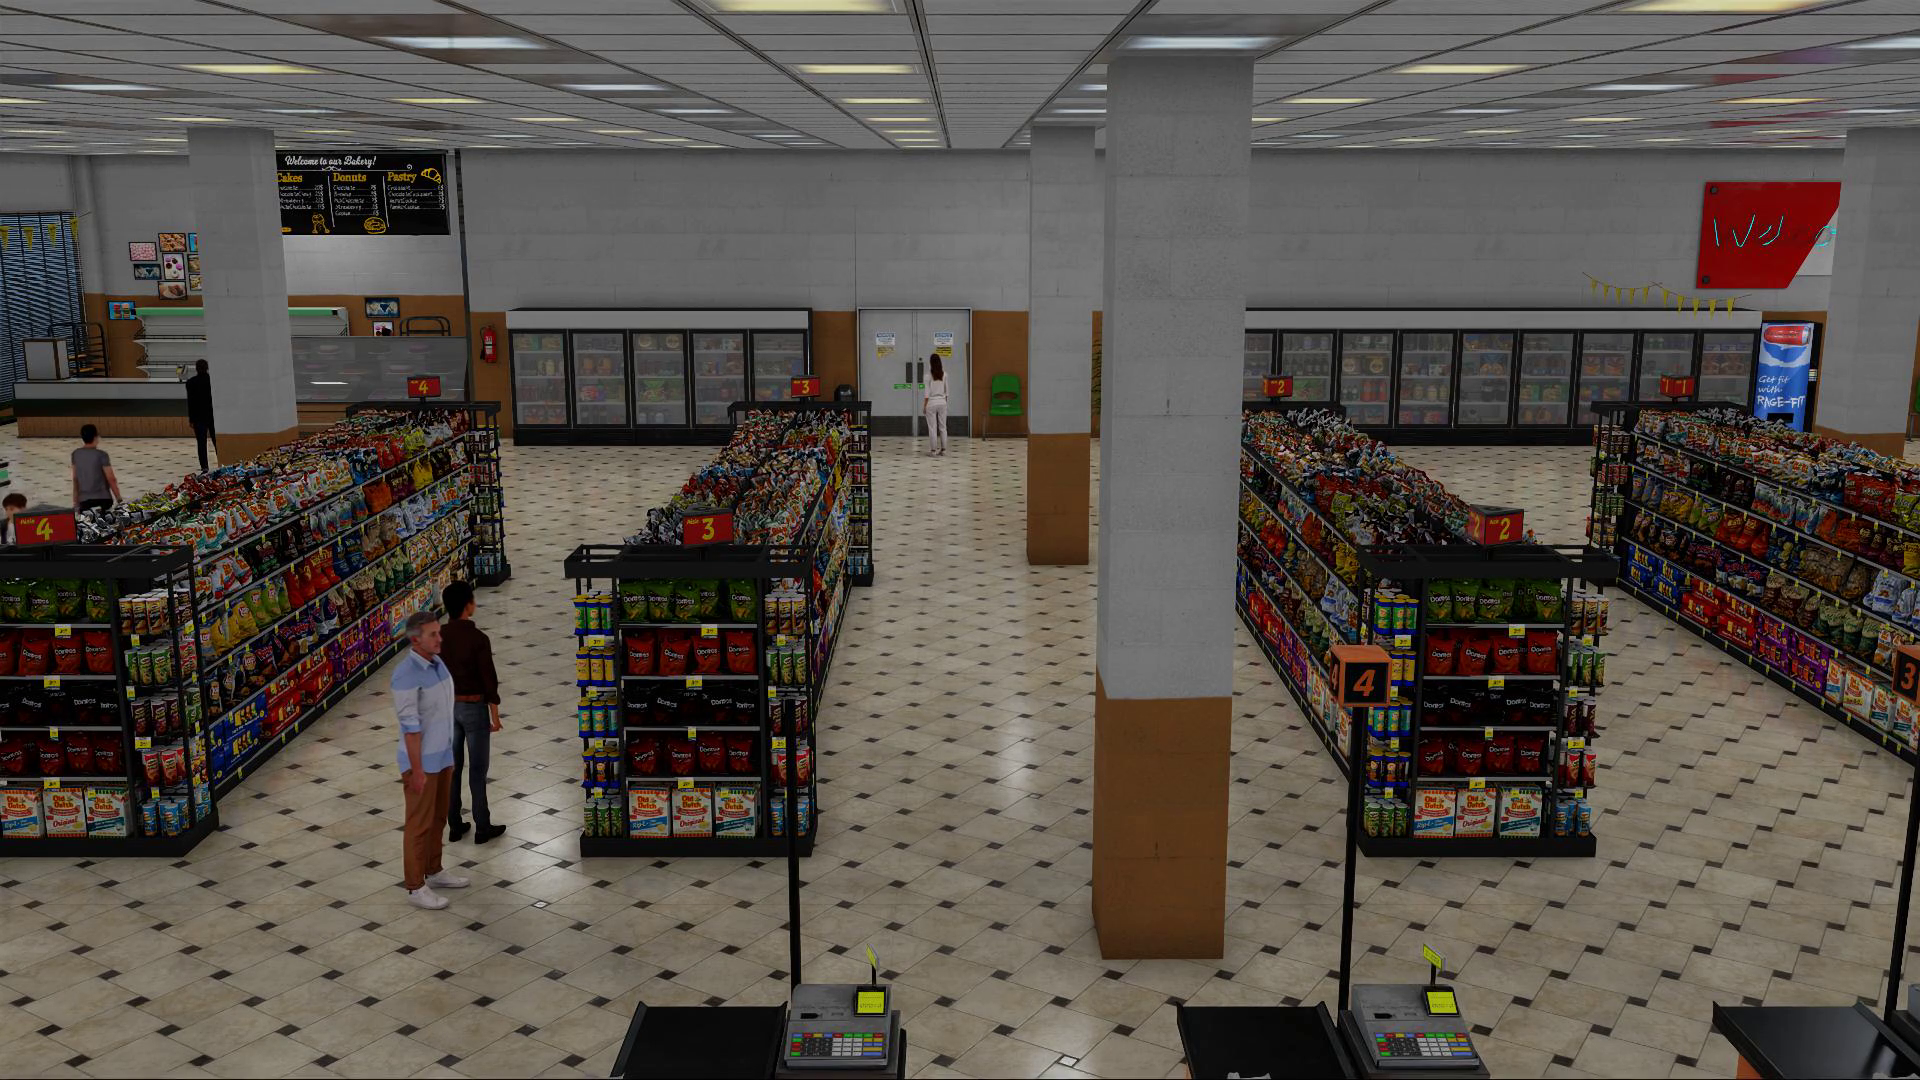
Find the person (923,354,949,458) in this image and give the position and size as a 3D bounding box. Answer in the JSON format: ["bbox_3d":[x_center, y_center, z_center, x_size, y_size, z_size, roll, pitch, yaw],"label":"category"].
[{"bbox_3d":[-0.393,-2.213,27.307,0.679,1.689,0.683,-6,13,-28],"label":"person"}]

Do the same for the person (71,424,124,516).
[{"bbox_3d":[-9.730,-0.394,18.621,0.823,1.707,1.222,3,12,13],"label":"person"}]

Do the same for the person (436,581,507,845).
[{"bbox_3d":[-3.321,1.147,11.130,0.707,1.779,0.622,4,12,17],"label":"person"}]

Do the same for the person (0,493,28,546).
[{"bbox_3d":[-9.120,0.261,16.237,0.526,1.409,0.650,0,12,-1],"label":"person"}]

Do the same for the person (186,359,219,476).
[{"bbox_3d":[-11.420,-1.836,25.202,0.783,1.818,0.831,-11,16,-41],"label":"person"}]

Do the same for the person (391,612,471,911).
[{"bbox_3d":[-3.273,1.319,10.204,0.769,1.825,0.525,1,12,6],"label":"person"}]
